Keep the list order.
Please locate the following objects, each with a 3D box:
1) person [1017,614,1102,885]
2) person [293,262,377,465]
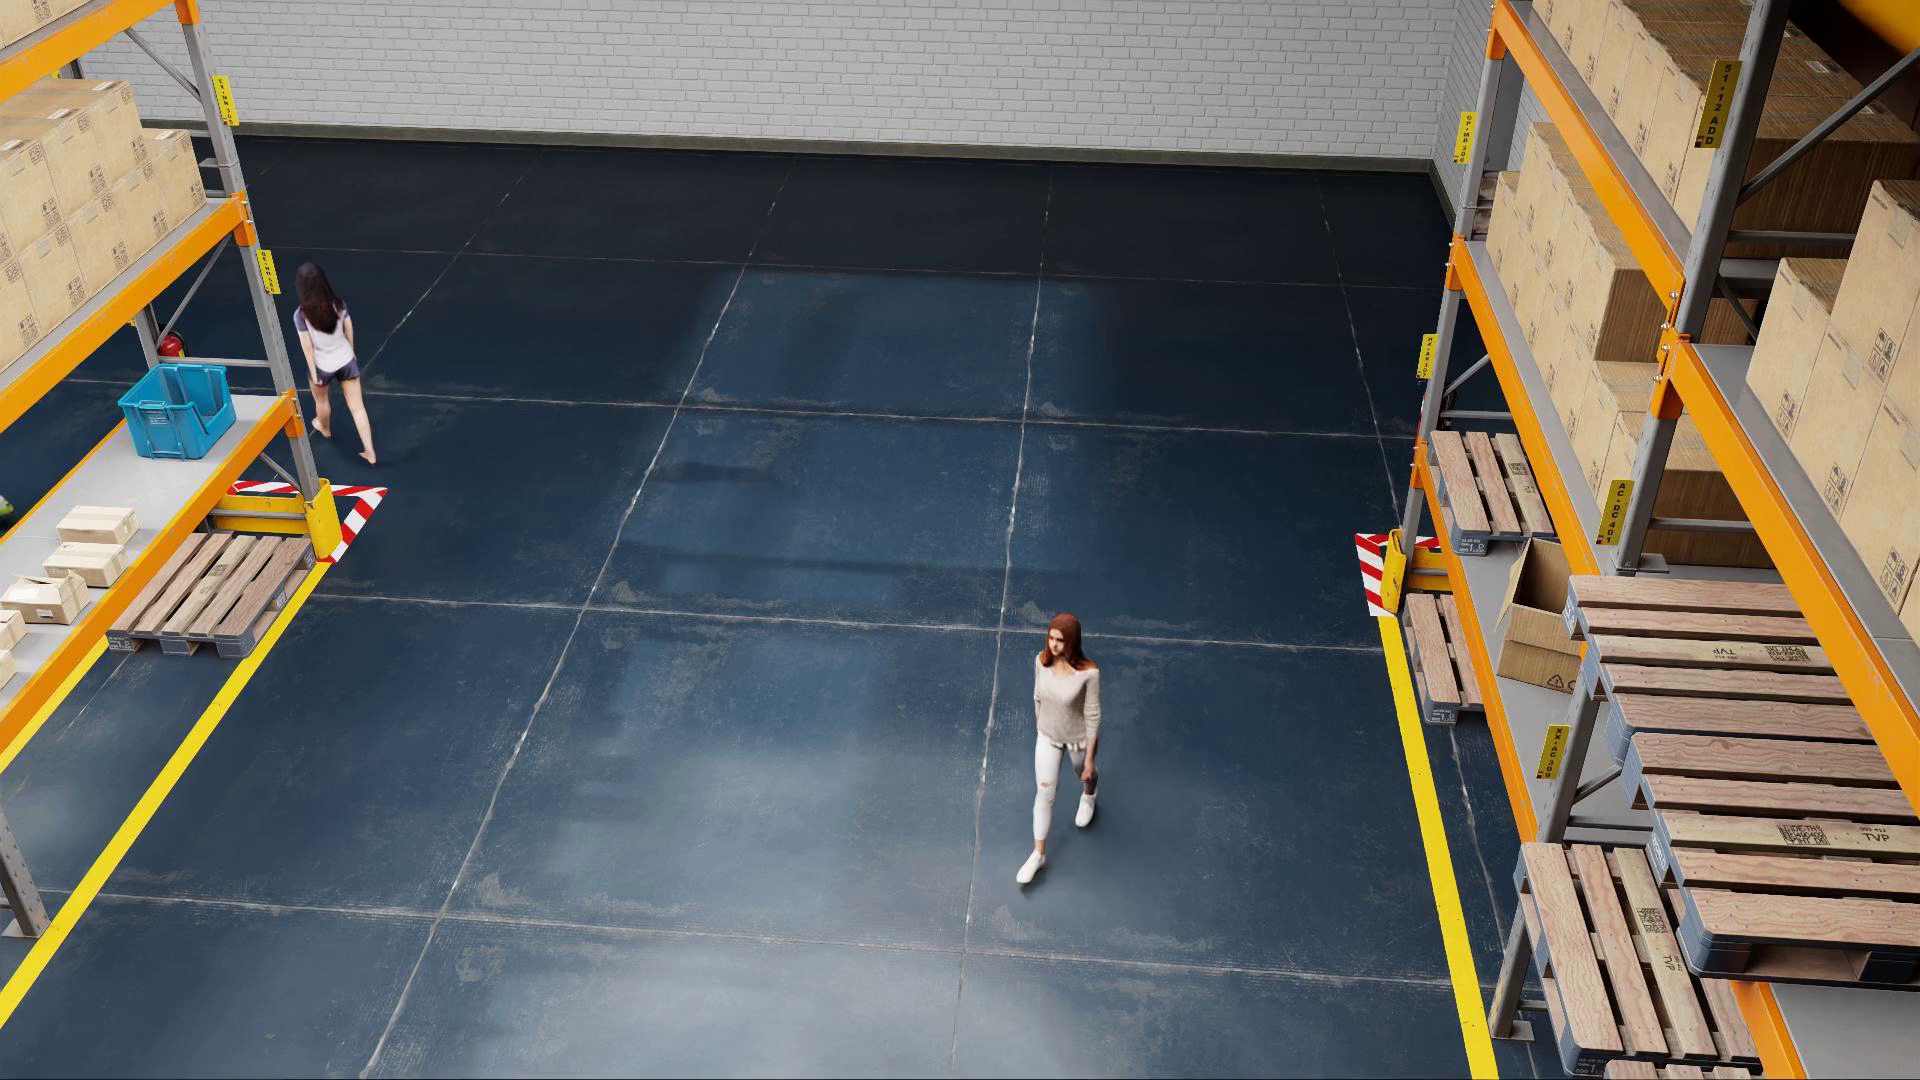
[{"bbox_3d":[0.660,1.089,9.553,0.874,1.676,1.205,15,37,22],"label":"person"},{"bbox_3d":[-4.958,-1.356,13.250,1.092,1.654,1.137,-26,42,-34],"label":"person"}]
